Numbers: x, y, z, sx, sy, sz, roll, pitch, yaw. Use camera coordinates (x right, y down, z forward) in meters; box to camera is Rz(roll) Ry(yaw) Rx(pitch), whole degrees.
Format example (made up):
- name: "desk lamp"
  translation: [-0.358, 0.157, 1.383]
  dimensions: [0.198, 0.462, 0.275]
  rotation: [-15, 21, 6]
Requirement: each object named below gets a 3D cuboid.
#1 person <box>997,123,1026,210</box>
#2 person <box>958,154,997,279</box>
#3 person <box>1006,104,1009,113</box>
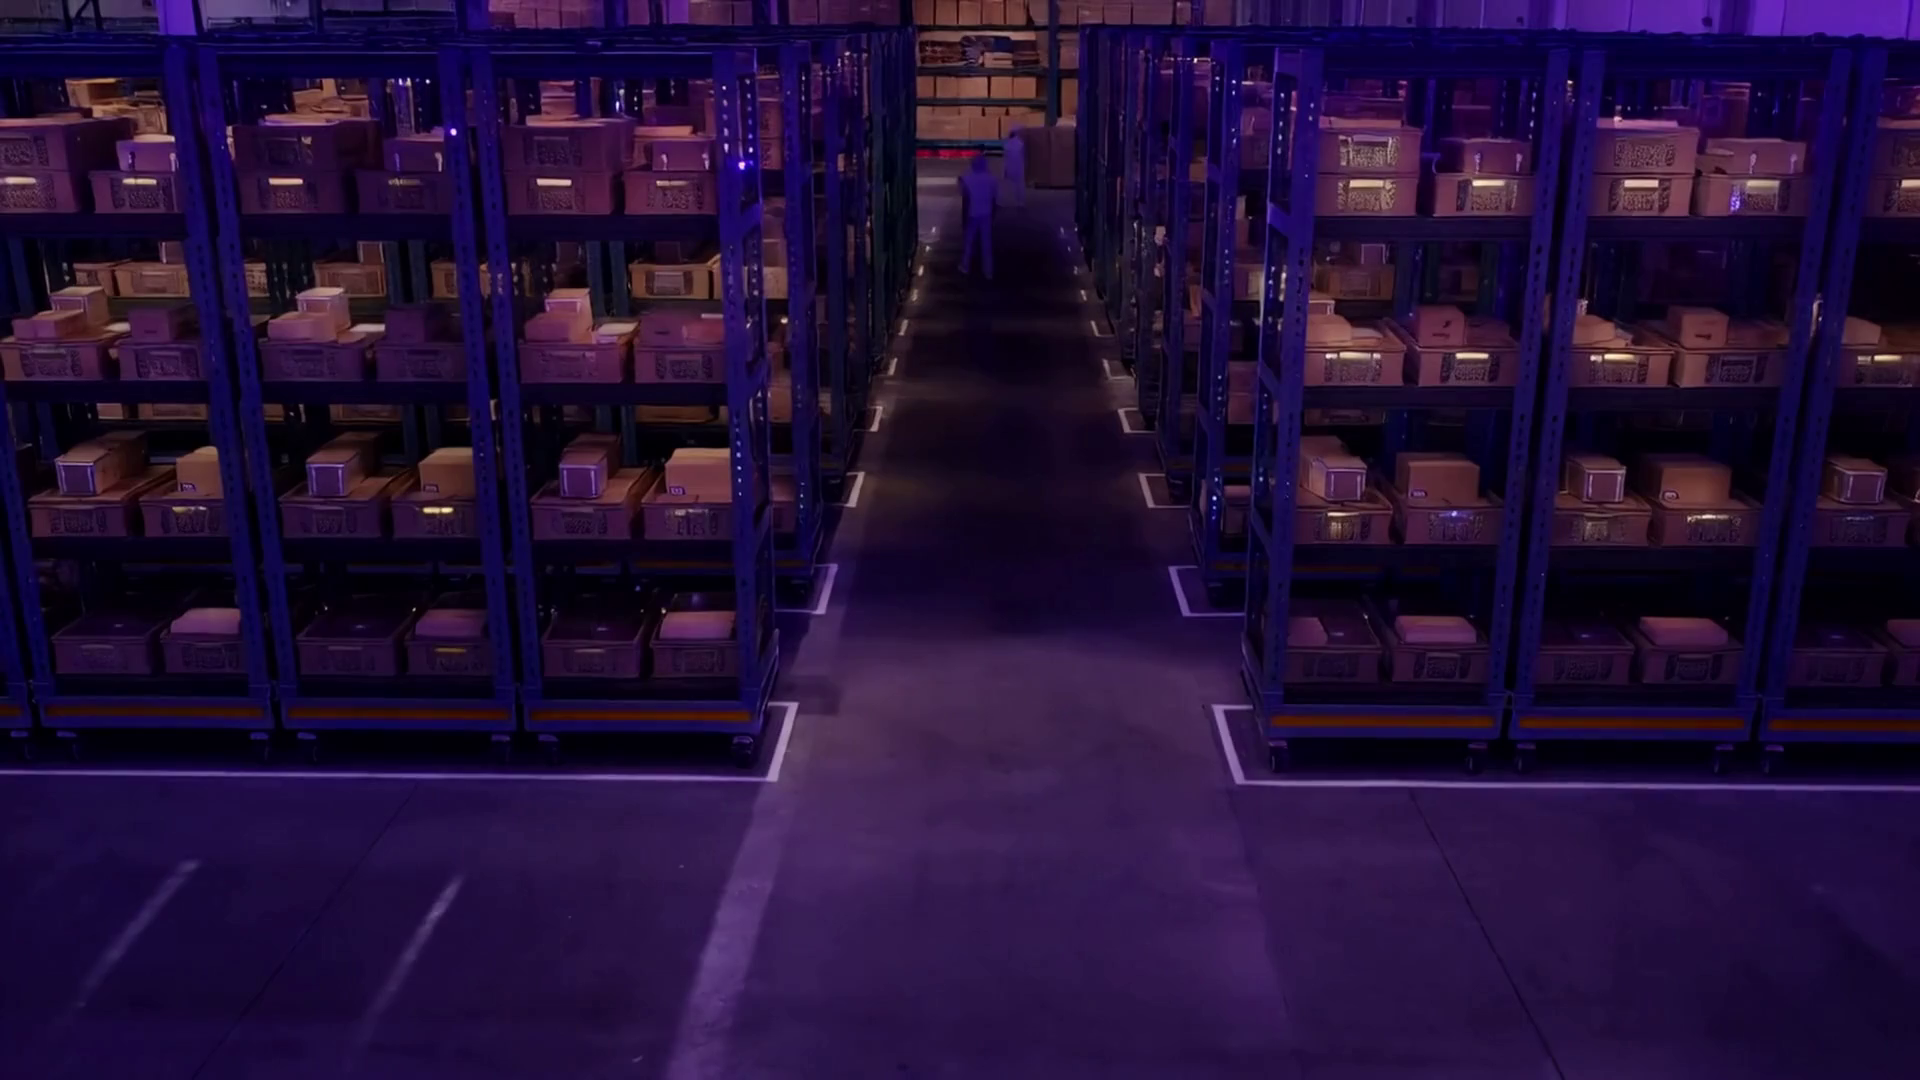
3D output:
- name: "person"
  translation: [1.031, -7.563, 33.676]
  dimensions: [0.567, 1.702, 0.906]
  rotation: [-12, 21, -34]
- name: "person"
  translation: [0.267, -4.847, 24.871]
  dimensions: [0.598, 1.791, 0.972]
  rotation: [-6, 18, -18]
- name: "person"
  translation: [1.556, -13.056, 51.045]
  dimensions: [0.954, 1.781, 0.614]
  rotation: [0, 17, -1]
